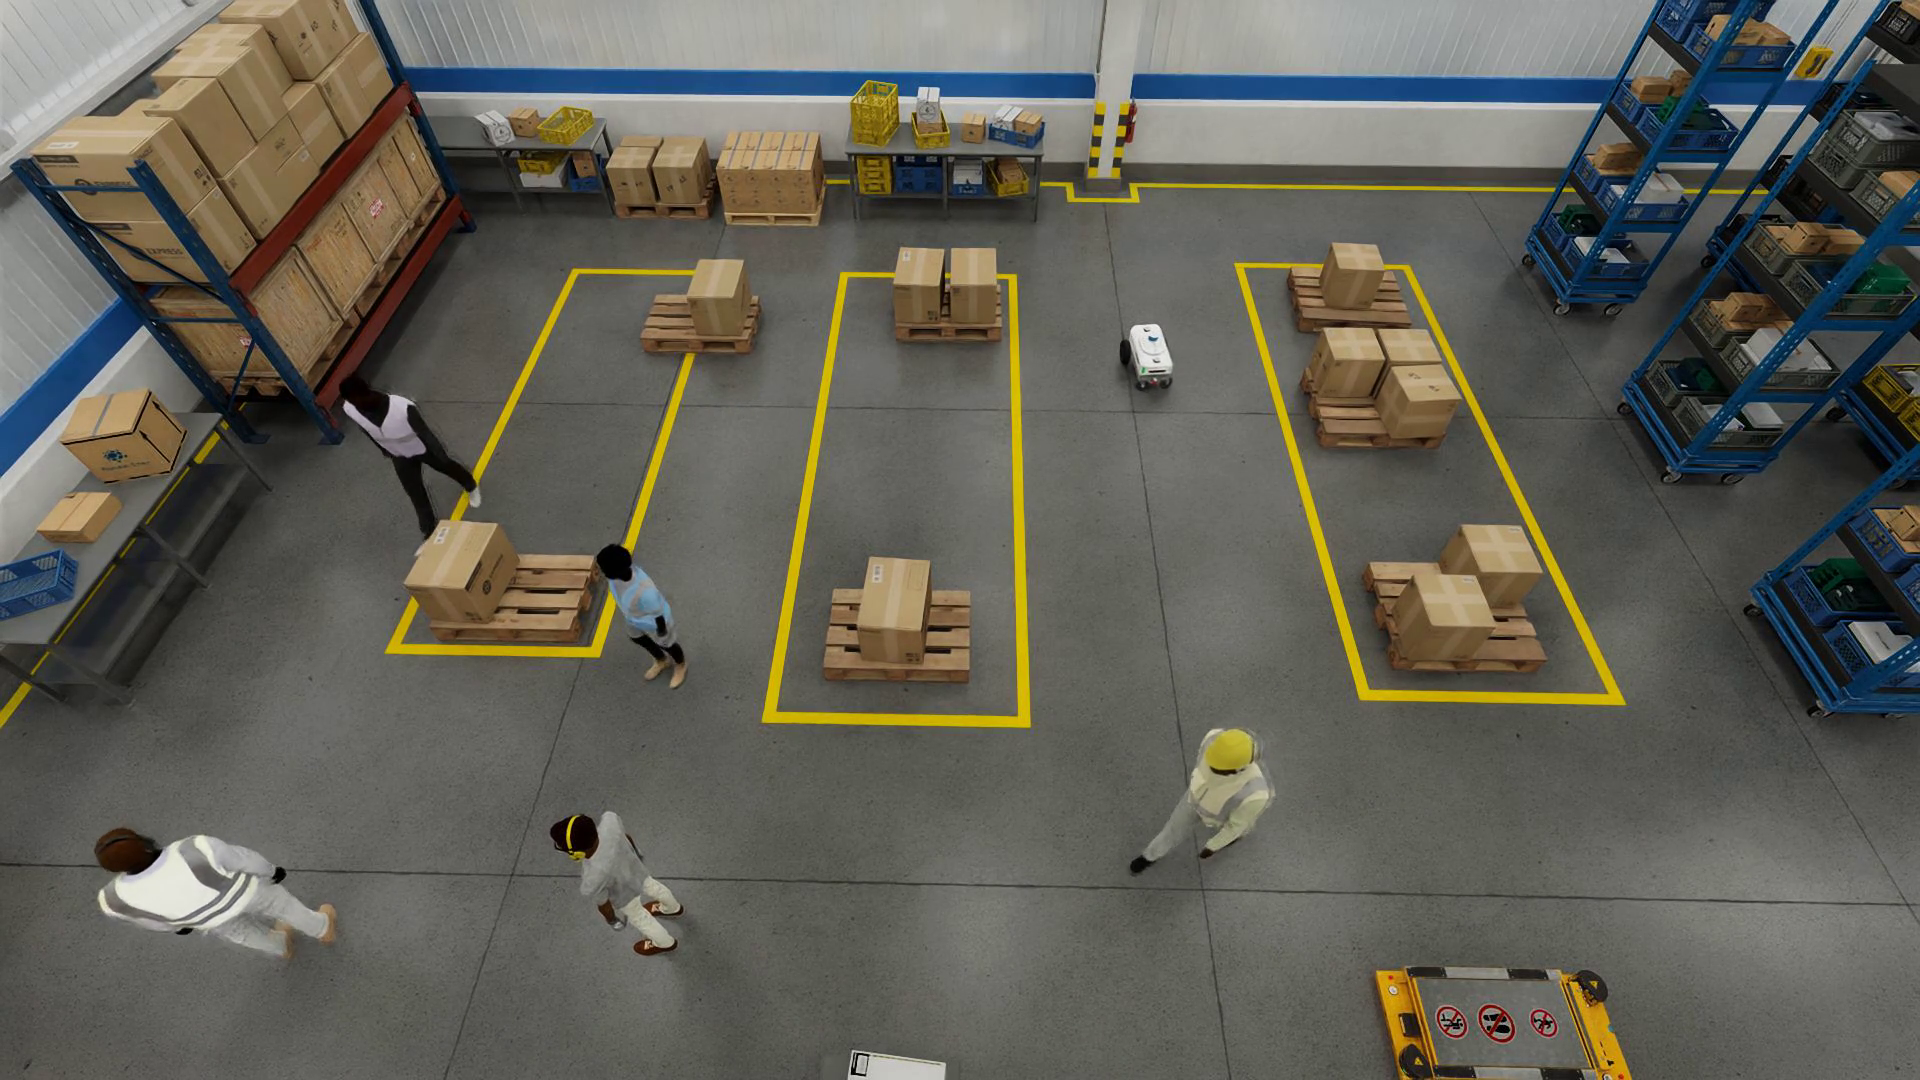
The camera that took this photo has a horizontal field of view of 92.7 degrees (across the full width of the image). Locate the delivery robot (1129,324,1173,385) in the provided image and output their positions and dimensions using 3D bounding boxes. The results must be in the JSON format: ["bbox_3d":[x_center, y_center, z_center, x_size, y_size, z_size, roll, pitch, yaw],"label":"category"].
[{"bbox_3d":[2.052,-2.020,9.875,0.477,0.478,0.707,-3,51,-2],"label":"delivery robot"}]

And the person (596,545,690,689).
[{"bbox_3d":[-2.439,0.596,7.071,0.558,1.685,0.383,31,57,23],"label":"person"}]

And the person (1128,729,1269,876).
[{"bbox_3d":[1.711,1.735,6.093,0.977,1.783,0.576,-24,55,-18],"label":"person"}]

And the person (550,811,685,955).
[{"bbox_3d":[-2.100,2.143,5.707,0.327,1.862,0.501,4,51,3],"label":"person"}]

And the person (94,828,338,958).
[{"bbox_3d":[-4.585,2.205,5.680,0.649,1.829,0.435,-30,57,-22],"label":"person"}]

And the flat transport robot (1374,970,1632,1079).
[{"bbox_3d":[3.501,3.133,5.914,1.431,0.197,0.652,1,51,1],"label":"flat transport robot"}]

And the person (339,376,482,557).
[{"bbox_3d":[-4.828,-0.741,8.059,0.685,1.849,1.027,0,51,0],"label":"person"}]
